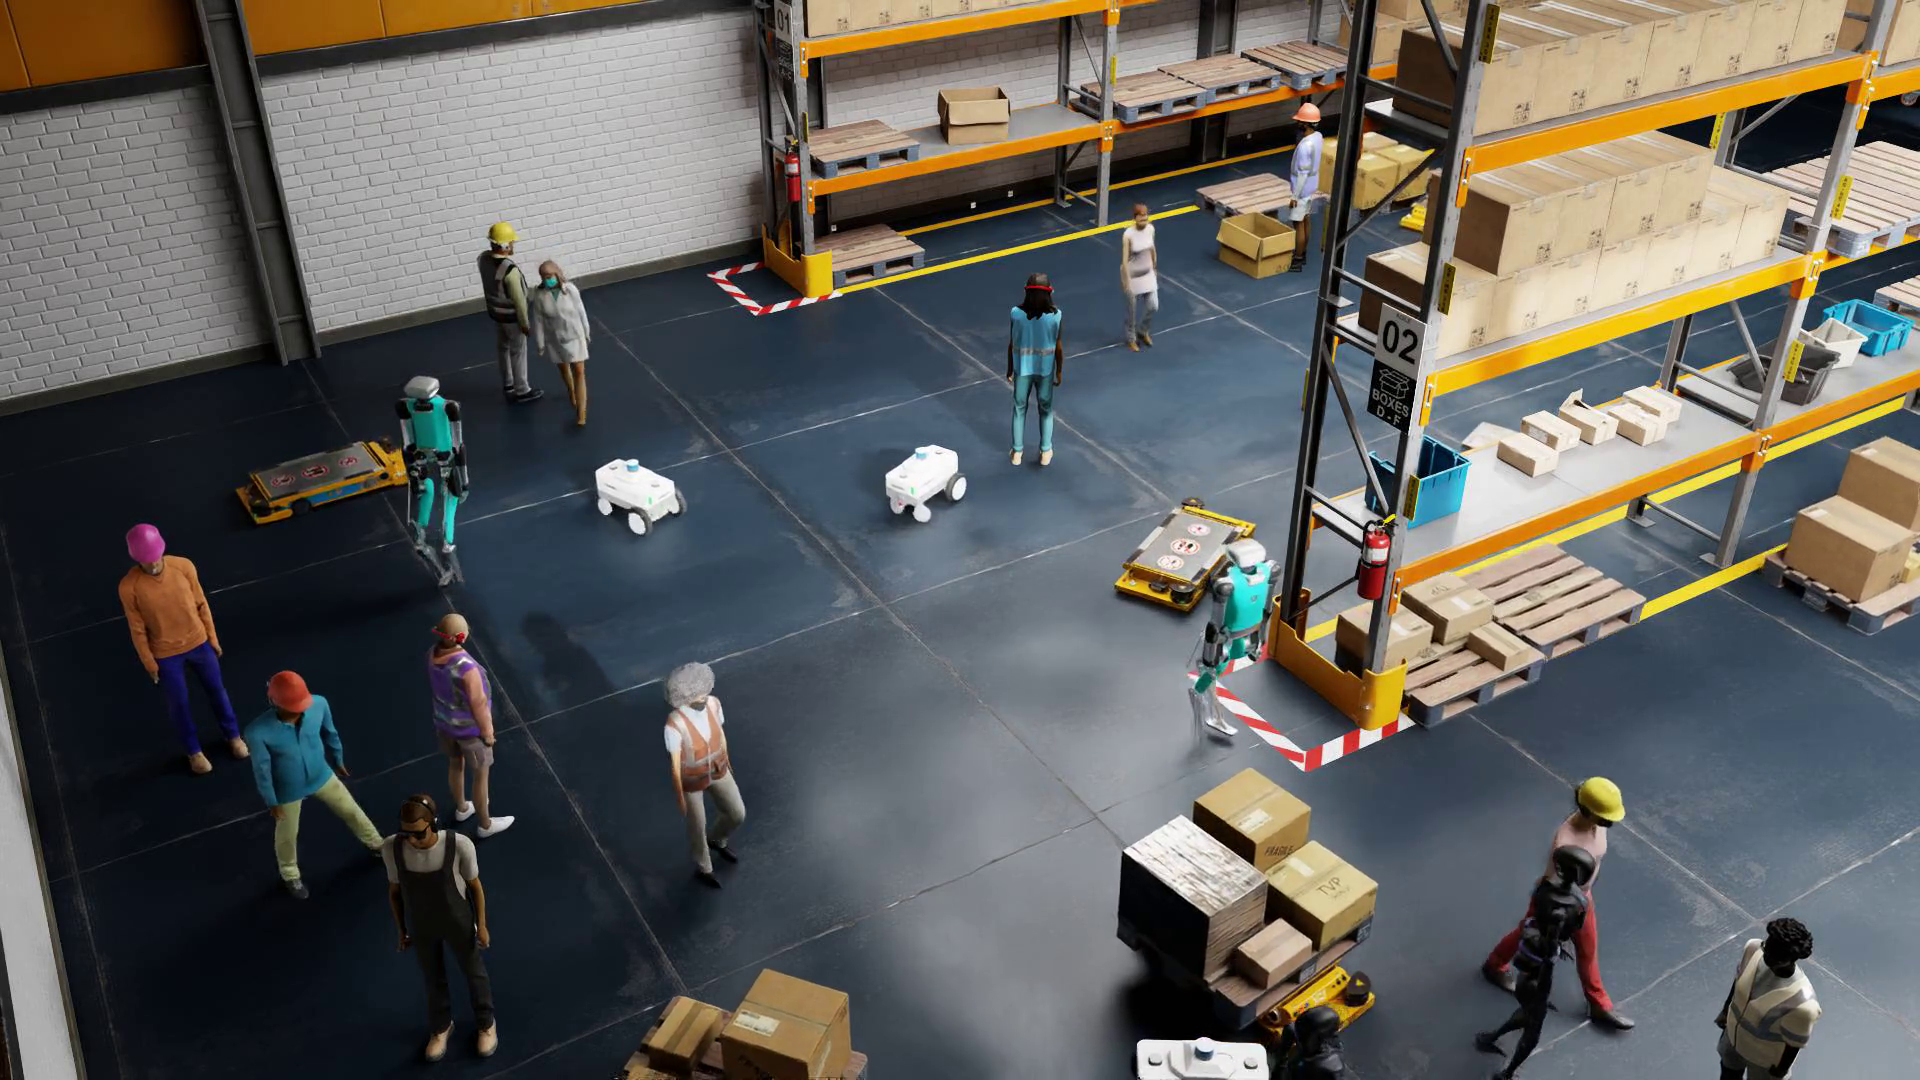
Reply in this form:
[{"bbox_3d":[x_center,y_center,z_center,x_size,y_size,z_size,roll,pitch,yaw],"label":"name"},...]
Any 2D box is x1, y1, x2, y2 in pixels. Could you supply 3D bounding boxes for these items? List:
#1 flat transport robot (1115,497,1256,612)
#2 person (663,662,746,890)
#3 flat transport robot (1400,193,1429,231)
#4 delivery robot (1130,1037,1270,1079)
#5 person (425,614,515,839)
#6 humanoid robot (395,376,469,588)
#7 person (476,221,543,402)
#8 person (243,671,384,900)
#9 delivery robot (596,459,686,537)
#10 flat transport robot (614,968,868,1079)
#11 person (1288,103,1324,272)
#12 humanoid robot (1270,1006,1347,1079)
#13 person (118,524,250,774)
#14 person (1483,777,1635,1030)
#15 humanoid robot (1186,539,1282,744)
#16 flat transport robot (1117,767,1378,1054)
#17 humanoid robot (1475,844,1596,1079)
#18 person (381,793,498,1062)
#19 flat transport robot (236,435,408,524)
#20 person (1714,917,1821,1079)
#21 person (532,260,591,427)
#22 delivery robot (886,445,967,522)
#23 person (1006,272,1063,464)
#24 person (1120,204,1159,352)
[{"bbox_3d":[1.904,0.105,13.917,0.659,0.231,1.431,17,36,25],"label":"flat transport robot"},{"bbox_3d":[-1.607,1.484,10.386,0.465,1.679,0.359,-27,41,-36],"label":"person"},{"bbox_3d":[6.079,-4.114,20.644,0.659,0.231,1.431,22,38,31],"label":"flat transport robot"},{"bbox_3d":[1.296,2.968,9.098,0.816,0.613,0.499,1,32,2],"label":"delivery robot"},{"bbox_3d":[-3.222,1.203,10.832,0.477,1.683,0.356,22,38,30],"label":"person"},{"bbox_3d":[-4.239,-0.338,13.314,0.539,1.851,0.775,4,32,7],"label":"humanoid robot"},{"bbox_3d":[-4.377,-2.216,16.161,0.594,1.821,0.403,27,41,36],"label":"person"},{"bbox_3d":[-4.046,1.472,10.379,0.462,1.718,0.684,25,40,34],"label":"person"},{"bbox_3d":[-2.816,-0.422,14.475,0.774,0.581,0.499,21,38,30],"label":"delivery robot"},{"bbox_3d":[-1.270,3.253,8.896,0.659,0.231,1.431,12,34,18],"label":"flat transport robot"},{"bbox_3d":[3.874,-3.997,18.890,0.355,1.938,0.541,14,35,22],"label":"person"},{"bbox_3d":[1.731,2.882,8.167,0.371,1.643,0.610,-16,35,-23],"label":"humanoid robot"},{"bbox_3d":[-5.325,0.726,11.331,0.515,1.972,0.404,-24,40,-33],"label":"person"},{"bbox_3d":[3.494,2.048,9.460,0.540,1.717,0.908,-24,39,-33],"label":"person"},{"bbox_3d":[1.799,0.717,11.636,0.553,1.863,0.738,-17,36,-25],"label":"humanoid robot"},{"bbox_3d":[1.744,2.505,10.088,0.659,0.231,1.431,-24,39,-33],"label":"flat transport robot"},{"bbox_3d":[3.142,2.312,9.103,0.438,1.673,0.593,14,35,21],"label":"humanoid robot"},{"bbox_3d":[-2.865,2.134,9.197,0.503,1.846,0.345,-2,32,-3],"label":"person"},{"bbox_3d":[-5.698,-0.547,14.956,1.431,0.231,0.659,-20,37,-29],"label":"flat transport robot"},{"bbox_3d":[4.120,2.595,8.609,0.320,1.692,0.534,-7,33,-11],"label":"person"},{"bbox_3d":[-3.784,-1.894,15.828,0.511,1.604,0.902,-4,32,-7],"label":"person"},{"bbox_3d":[-0.312,-0.541,14.689,0.508,0.608,0.779,21,38,30],"label":"delivery robot"},{"bbox_3d":[0.670,-1.529,15.030,0.508,1.862,0.394,1,32,2],"label":"person"},{"bbox_3d":[1.843,-2.692,17.085,0.460,1.636,0.424,-13,34,-20],"label":"person"}]
